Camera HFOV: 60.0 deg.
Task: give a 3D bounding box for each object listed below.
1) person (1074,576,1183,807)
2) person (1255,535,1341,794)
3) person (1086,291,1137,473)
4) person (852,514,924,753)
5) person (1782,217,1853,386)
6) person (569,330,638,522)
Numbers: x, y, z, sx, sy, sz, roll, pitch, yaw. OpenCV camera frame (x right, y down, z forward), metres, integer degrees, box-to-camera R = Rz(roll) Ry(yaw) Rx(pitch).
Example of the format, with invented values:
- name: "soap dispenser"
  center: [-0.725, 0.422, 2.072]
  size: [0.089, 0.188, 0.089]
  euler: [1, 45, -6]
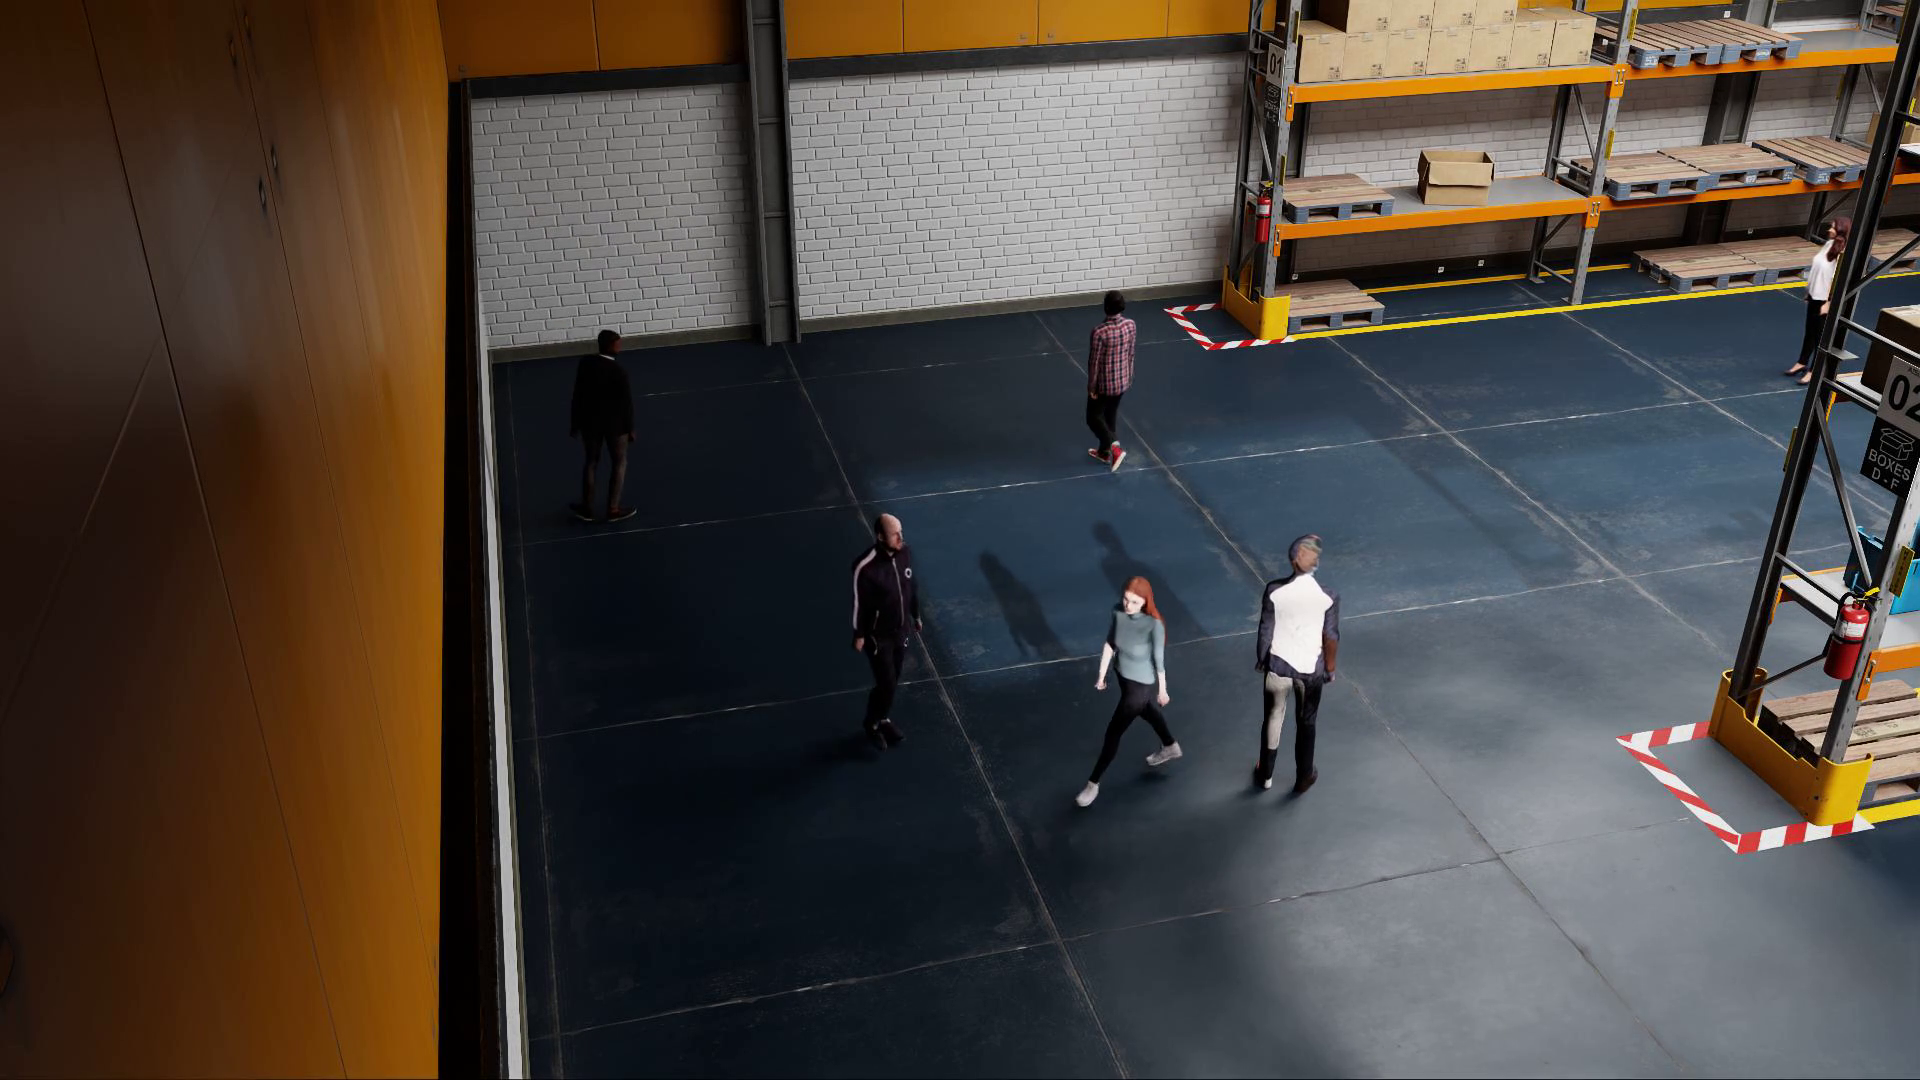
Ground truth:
- name: "person"
  center: [1.223, 0.950, 11.109]
  size: [1.254, 1.688, 0.890]
  euler: [-17, 33, -28]
- name: "person"
  center: [2.236, 0.833, 11.112]
  size: [0.721, 1.891, 0.836]
  euler: [8, 30, 14]
- name: "person"
  center: [1.420, -1.460, 15.469]
  size: [0.938, 1.744, 0.916]
  euler: [-17, 33, -28]
- name: "person"
  center: [-0.597, 0.604, 11.604]
  size: [0.863, 1.821, 0.768]
  euler: [21, 35, 34]
- name: "person"
  center: [8.986, -2.491, 17.305]
  size: [0.603, 1.795, 0.657]
  euler: [0, 29, 0]
- name: "person"
  center: [-3.172, -0.980, 14.553]
  size: [0.779, 1.778, 0.962]
  euler: [3, 29, 5]
